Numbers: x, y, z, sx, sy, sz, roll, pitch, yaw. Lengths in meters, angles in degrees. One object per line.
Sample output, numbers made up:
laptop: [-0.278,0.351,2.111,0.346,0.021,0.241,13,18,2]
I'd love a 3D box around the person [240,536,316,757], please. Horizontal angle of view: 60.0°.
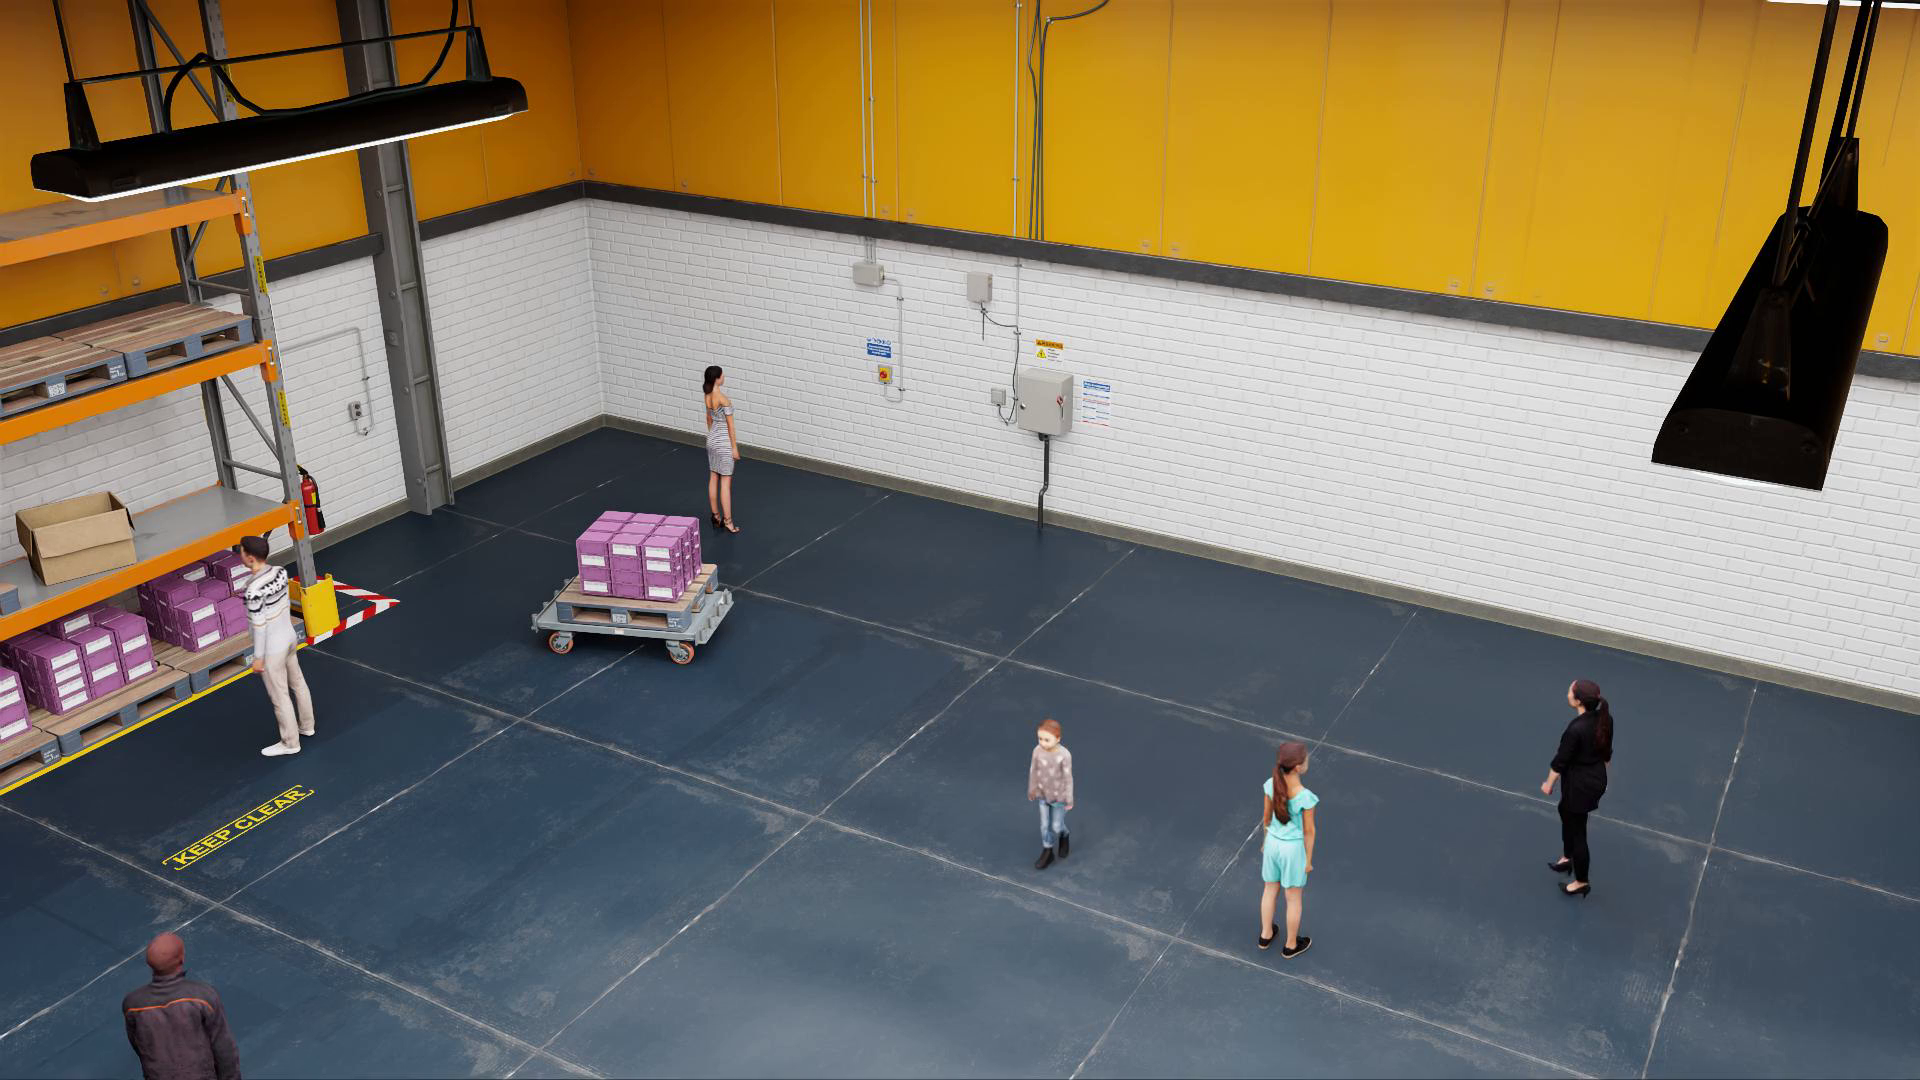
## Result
person: [-5.468,0.818,13.283,0.821,1.862,0.661,3,24,6]

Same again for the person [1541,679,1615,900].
person: [4.329,1.761,11.405,0.690,1.639,0.760,-17,29,-34]

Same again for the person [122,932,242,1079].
person: [-4.023,2.885,8.633,1.096,1.801,1.170,-6,24,-12]

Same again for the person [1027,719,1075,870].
person: [0.686,1.790,11.905,0.493,1.186,0.556,12,26,26]

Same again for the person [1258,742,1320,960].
person: [2.142,2.021,10.912,0.585,1.558,0.583,19,30,37]

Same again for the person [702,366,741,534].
person: [-2.514,-0.954,17.387,0.629,1.822,0.655,-20,31,-38]
